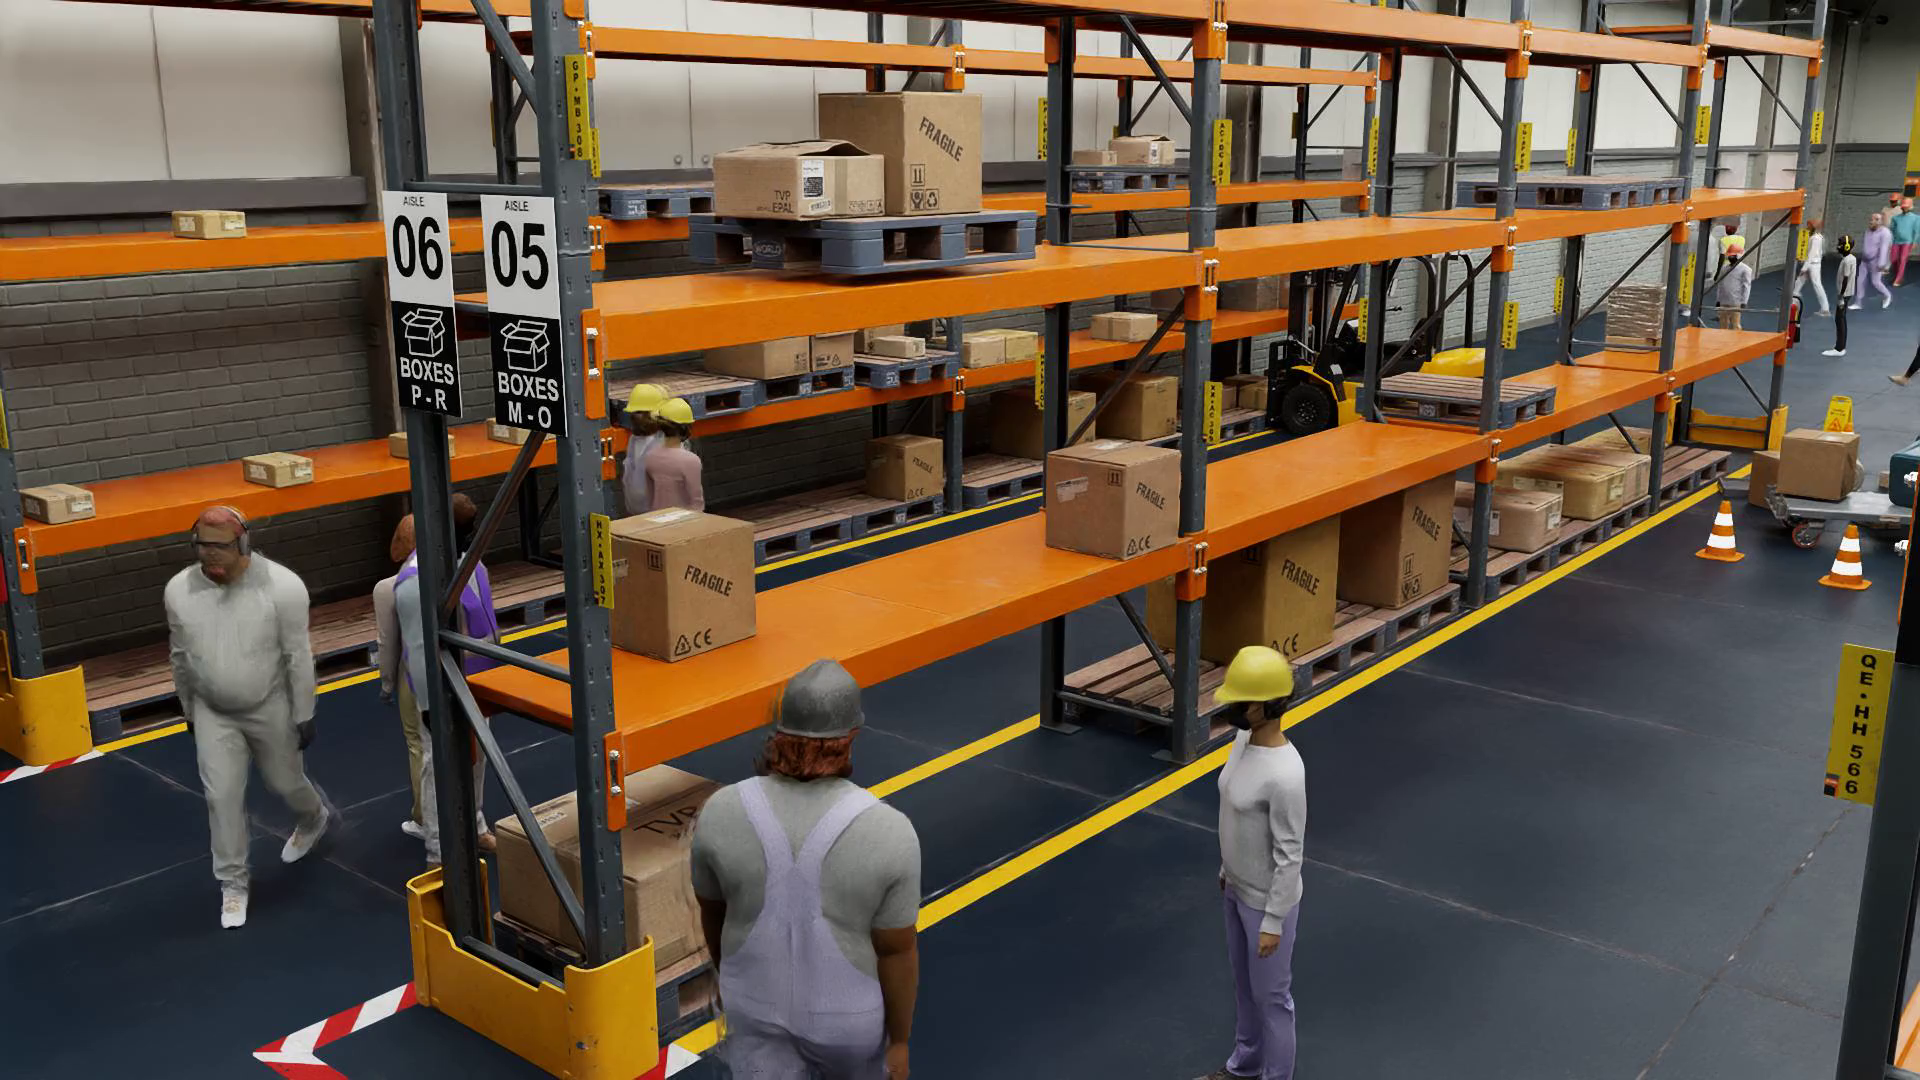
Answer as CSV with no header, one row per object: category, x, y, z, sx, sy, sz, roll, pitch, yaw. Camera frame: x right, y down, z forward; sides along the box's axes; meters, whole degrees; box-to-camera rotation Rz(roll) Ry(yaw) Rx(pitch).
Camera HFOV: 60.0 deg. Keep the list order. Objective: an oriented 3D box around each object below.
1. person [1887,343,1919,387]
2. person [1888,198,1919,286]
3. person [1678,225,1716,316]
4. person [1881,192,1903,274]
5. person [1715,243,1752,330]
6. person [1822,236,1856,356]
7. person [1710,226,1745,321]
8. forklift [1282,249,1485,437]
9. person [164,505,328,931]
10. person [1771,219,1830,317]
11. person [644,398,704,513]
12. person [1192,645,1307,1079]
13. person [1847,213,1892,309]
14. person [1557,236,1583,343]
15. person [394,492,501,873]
person,13.072,-2.835,22.389,0.843,1.648,0.553,3,14,12
person,21.447,-6.784,37.829,0.655,1.974,0.619,-13,19,-43
person,13.923,-5.148,31.394,0.428,1.863,0.710,-5,15,-18
person,22.895,-7.547,40.917,0.459,1.980,0.648,-10,17,-34
person,11.960,-3.722,25.819,0.345,1.746,0.573,-6,15,-22
person,13.737,-3.797,25.910,0.334,1.860,0.509,8,16,30
person,14.157,-4.949,30.618,0.563,1.847,0.392,-6,15,-22
forklift,4.886,-2.214,18.767,2.313,2.155,1.214,11,18,38
person,-3.196,0.716,7.502,0.650,1.877,0.827,-1,14,-6
person,16.031,-5.138,31.437,1.032,1.827,0.581,3,14,13
person,-1.831,-0.050,10.850,0.543,1.751,0.366,10,17,36
person,1.006,1.207,5.723,0.314,1.768,0.522,-2,14,-10
person,17.926,-5.450,32.591,0.745,1.886,0.655,-4,14,-16
person,10.078,-4.164,27.375,0.328,1.872,0.510,12,18,40
person,-2.354,0.673,7.768,0.430,1.836,0.633,2,14,9
